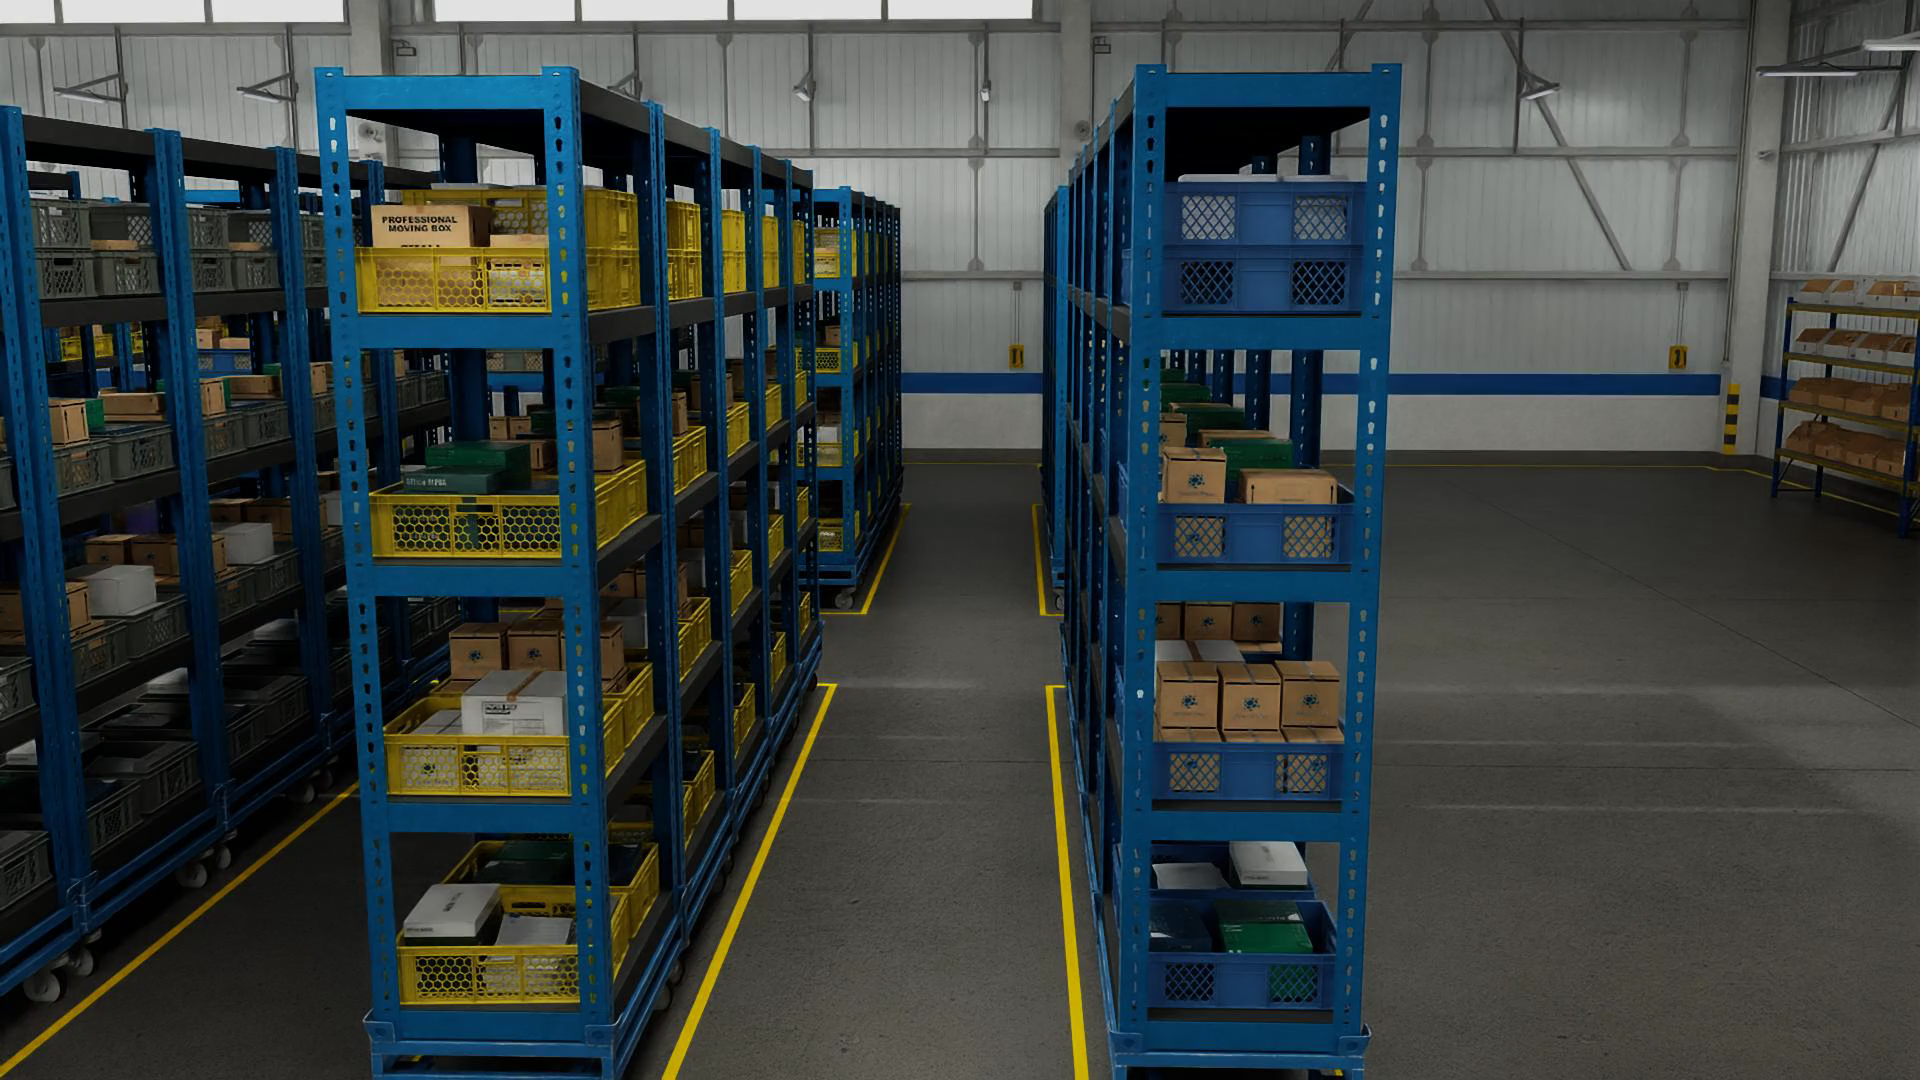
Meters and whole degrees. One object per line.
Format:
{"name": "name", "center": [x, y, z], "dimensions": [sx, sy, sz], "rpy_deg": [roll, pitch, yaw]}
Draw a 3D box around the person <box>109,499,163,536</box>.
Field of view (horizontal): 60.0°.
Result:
{"name": "person", "center": [-6.181, 0.000, 12.479], "dimensions": [0.605, 1.833, 0.580], "rpy_deg": [1, 10, 8]}
